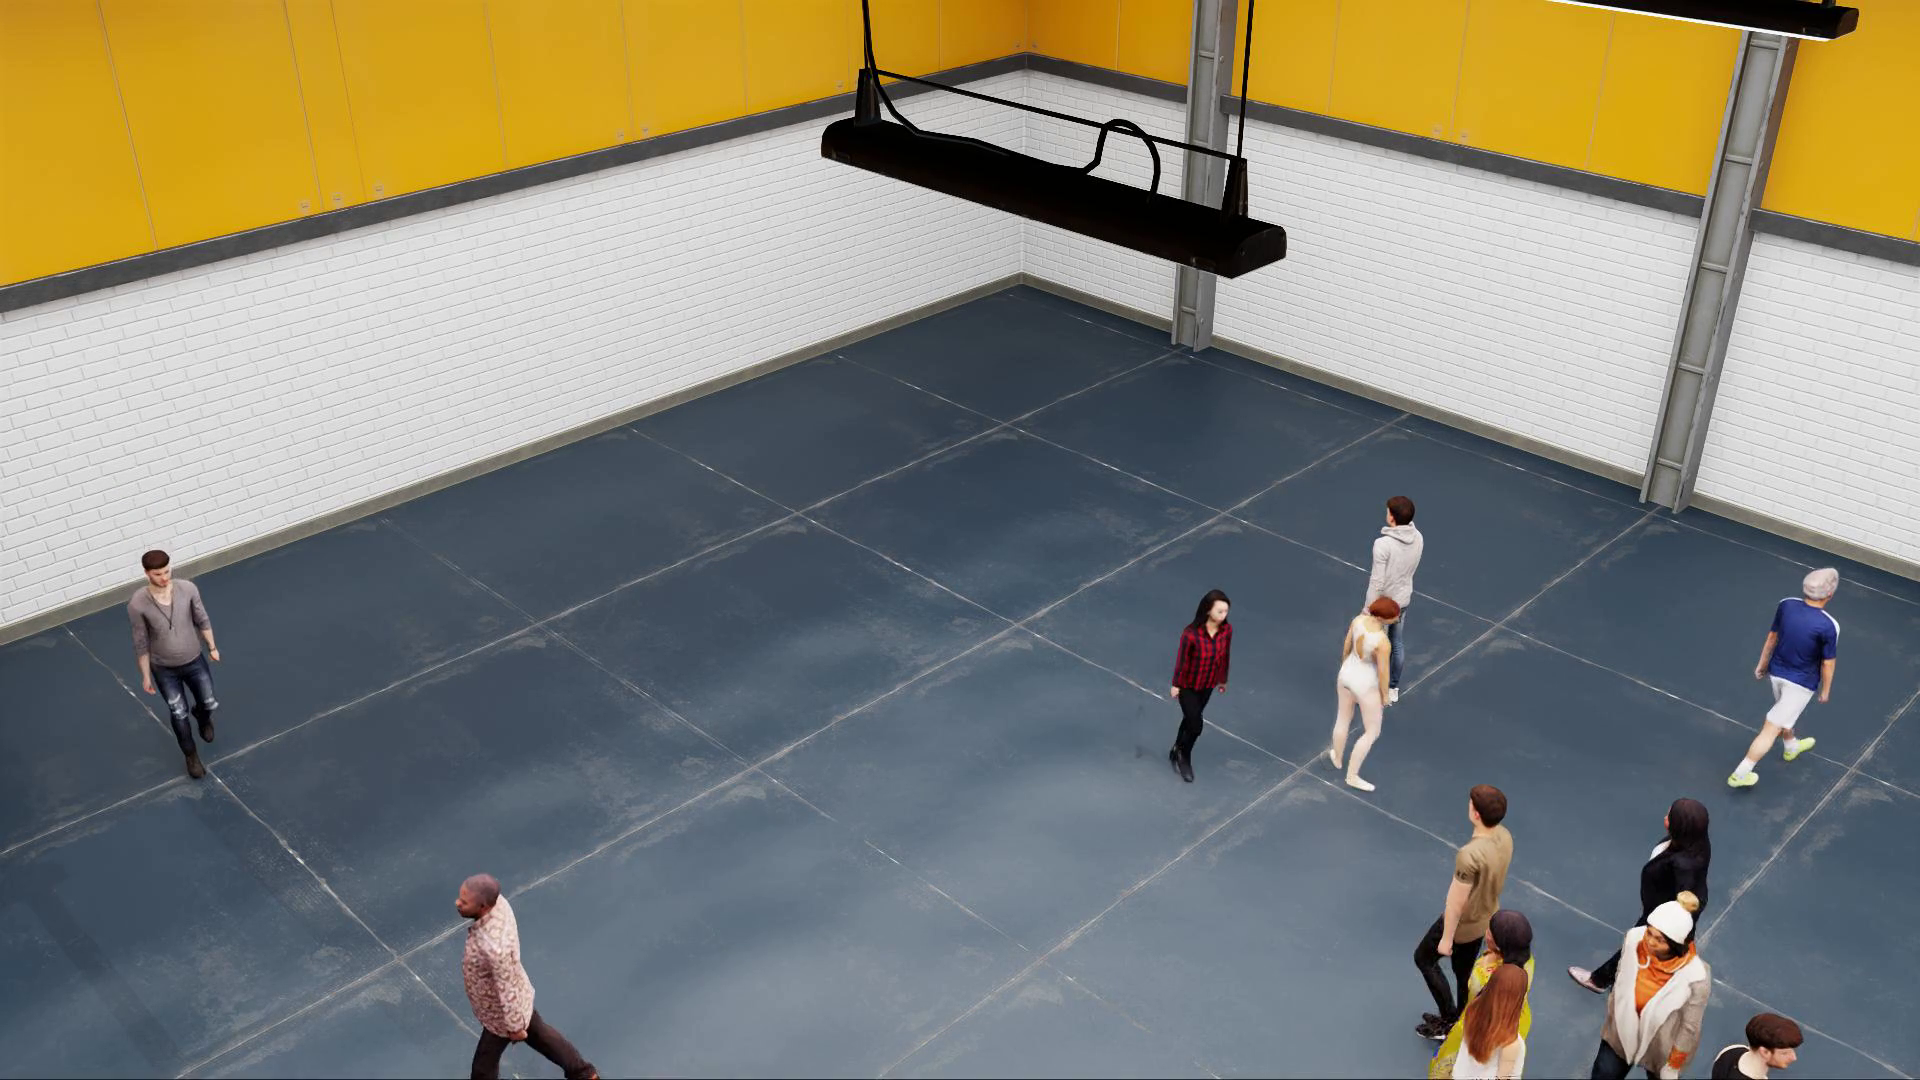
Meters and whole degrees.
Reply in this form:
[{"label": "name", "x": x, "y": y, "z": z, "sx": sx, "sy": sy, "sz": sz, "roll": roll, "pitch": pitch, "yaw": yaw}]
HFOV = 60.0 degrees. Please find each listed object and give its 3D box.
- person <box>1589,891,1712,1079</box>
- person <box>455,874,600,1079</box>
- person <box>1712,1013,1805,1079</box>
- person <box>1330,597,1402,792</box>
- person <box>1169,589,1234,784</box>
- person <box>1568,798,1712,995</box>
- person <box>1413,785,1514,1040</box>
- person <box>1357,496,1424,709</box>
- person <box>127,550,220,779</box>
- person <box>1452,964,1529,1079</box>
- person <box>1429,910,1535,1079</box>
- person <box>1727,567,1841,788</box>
[{"label": "person", "x": 3.908, "y": 2.655, "z": 9.220, "sx": 0.769, "sy": 1.863, "sz": 0.908, "roll": -25, "pitch": 37, "yaw": -37}, {"label": "person", "x": -2.488, "y": 2.598, "z": 9.419, "sx": 1.162, "sy": 1.774, "sz": 1.237, "roll": -7, "pitch": 29, "yaw": -13}, {"label": "person", "x": 3.850, "y": 3.110, "z": 8.357, "sx": 0.780, "sy": 1.891, "sz": 0.771, "roll": 5, "pitch": 29, "yaw": 9}, {"label": "person", "x": 2.950, "y": 1.058, "z": 12.404, "sx": 0.535, "sy": 1.617, "sz": 0.816, "roll": 23, "pitch": 36, "yaw": 36}, {"label": "person", "x": 1.714, "y": 1.040, "z": 12.426, "sx": 0.678, "sy": 1.628, "sz": 0.721, "roll": -15, "pitch": 32, "yaw": -26}, {"label": "person", "x": 4.454, "y": 2.294, "z": 10.181, "sx": 1.094, "sy": 1.577, "sz": 0.853, "roll": 14, "pitch": 32, "yaw": 24}, {"label": "person", "x": 3.098, "y": 2.305, "z": 9.890, "sx": 0.598, "sy": 1.837, "sz": 0.679, "roll": 25, "pitch": 37, "yaw": 37}, {"label": "person", "x": 3.409, "y": 0.492, "z": 13.196, "sx": 0.696, "sy": 1.853, "sz": 0.595, "roll": -21, "pitch": 35, "yaw": -33}, {"label": "person", "x": -5.892, "y": 0.864, "z": 12.481, "sx": 0.811, "sy": 1.884, "sz": 0.904, "roll": -17, "pitch": 33, "yaw": -29}, {"label": "person", "x": 2.669, "y": 2.983, "z": 8.800, "sx": 0.914, "sy": 1.691, "sz": 0.947, "roll": -8, "pitch": 30, "yaw": -14}, {"label": "person", "x": 3.052, "y": 2.761, "z": 9.256, "sx": 0.901, "sy": 1.642, "sz": 0.916, "roll": 11, "pitch": 31, "yaw": 20}, {"label": "person", "x": 6.064, "y": 1.055, "z": 12.229, "sx": 0.976, "sy": 1.791, "sz": 1.215, "roll": -13, "pitch": 31, "yaw": -23}]
